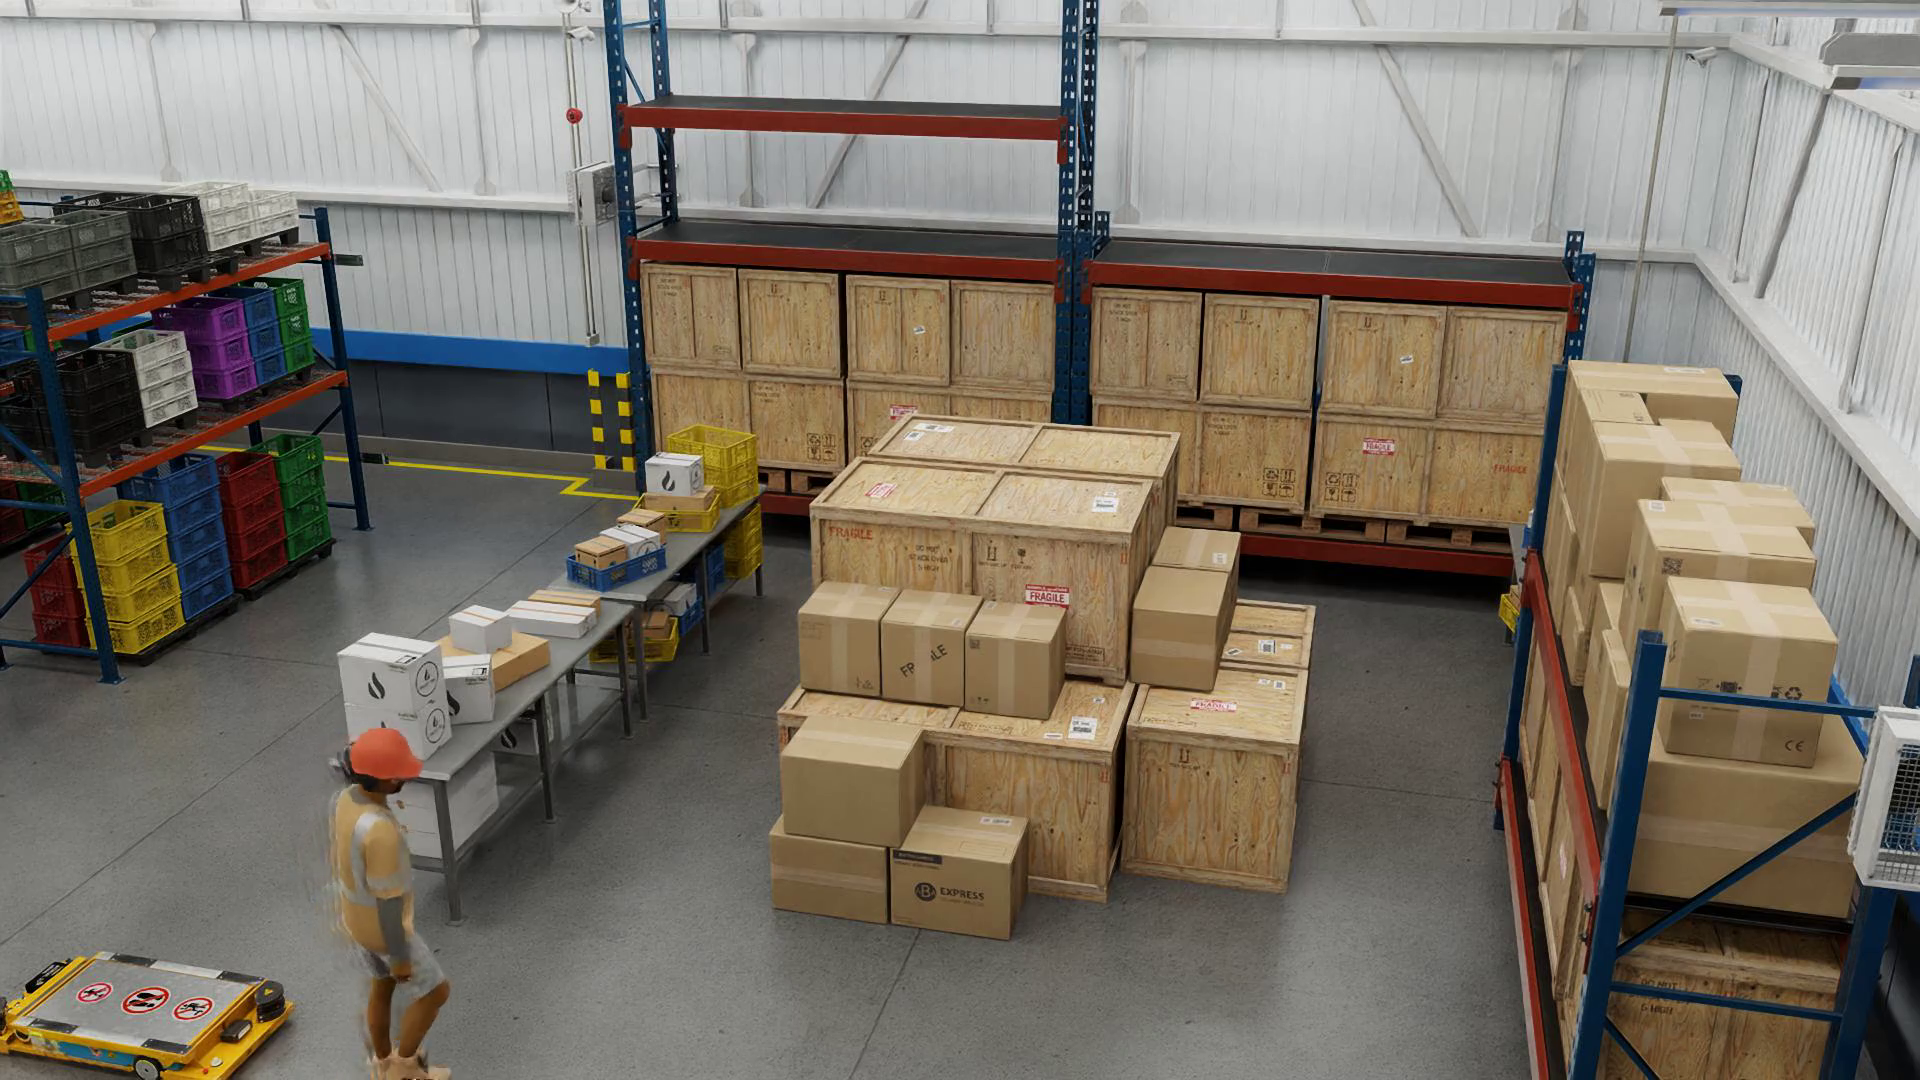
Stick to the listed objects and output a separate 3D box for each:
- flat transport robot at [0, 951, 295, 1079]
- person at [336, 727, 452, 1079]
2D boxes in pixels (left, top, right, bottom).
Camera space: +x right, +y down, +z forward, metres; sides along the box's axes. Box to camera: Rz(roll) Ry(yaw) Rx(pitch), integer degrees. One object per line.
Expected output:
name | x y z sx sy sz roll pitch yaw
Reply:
flat transport robot | -4.270 2.464 8.601 1.431 0.231 0.659 5 22 13
person | -2.698 1.788 7.915 0.455 2.018 0.722 -15 25 -34
